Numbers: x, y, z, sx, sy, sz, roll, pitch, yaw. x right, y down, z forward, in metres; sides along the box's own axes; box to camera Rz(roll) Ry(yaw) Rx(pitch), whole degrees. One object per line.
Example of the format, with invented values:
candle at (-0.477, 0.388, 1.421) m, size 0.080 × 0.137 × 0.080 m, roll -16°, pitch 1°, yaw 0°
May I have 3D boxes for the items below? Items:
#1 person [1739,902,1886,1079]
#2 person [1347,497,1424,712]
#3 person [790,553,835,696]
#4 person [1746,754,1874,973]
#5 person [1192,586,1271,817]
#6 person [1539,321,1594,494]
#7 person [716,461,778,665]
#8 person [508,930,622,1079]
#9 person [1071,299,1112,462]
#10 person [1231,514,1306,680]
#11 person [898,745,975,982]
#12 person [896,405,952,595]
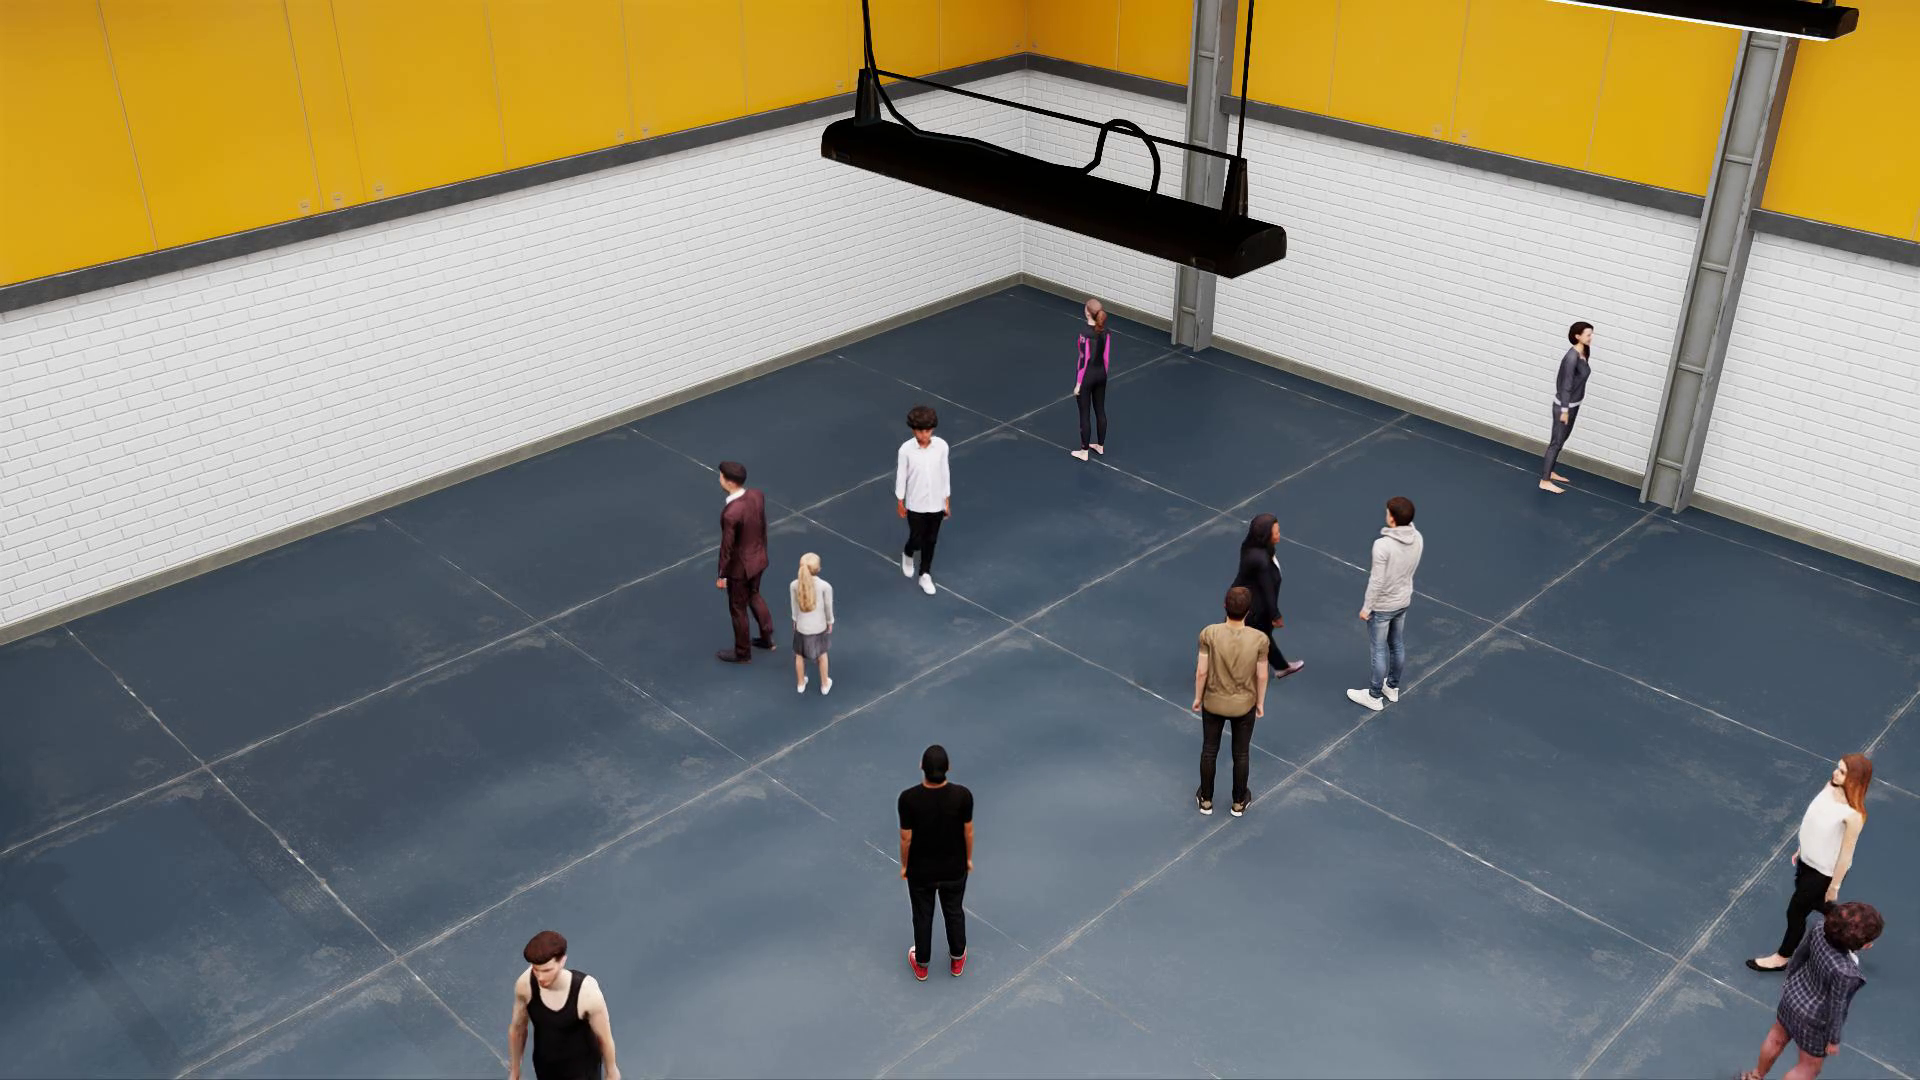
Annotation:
person at (4.774, 2.644, 9.424) m, size 0.860 × 1.688 × 0.791 m, roll -5°, pitch 29°, yaw -10°
person at (3.410, 0.495, 13.191) m, size 0.688 × 1.853 × 0.598 m, roll -21°, pitch 35°, yaw -33°
person at (-1.203, 0.673, 13.469) m, size 0.597 × 1.274 × 0.664 m, roll 2°, pitch 29°, yaw 4°
person at (5.517, 2.052, 10.490) m, size 1.056 × 1.705 × 0.934 m, roll 3°, pitch 29°, yaw 6°
person at (1.934, 1.160, 11.975) m, size 0.703 × 1.851 × 0.813 m, roll 5°, pitch 29°, yaw 10°
person at (6.085, -1.359, 16.680) m, size 0.605 × 1.767 × 0.659 m, roll 15°, pitch 32°, yaw 26°
person at (-1.739, 0.192, 13.737) m, size 0.793 × 1.861 × 0.821 m, roll 14°, pitch 32°, yaw 24°
person at (-2.086, 2.770, 8.998) m, size 0.842 × 1.874 × 0.916 m, roll 10°, pitch 30°, yaw 18°
person at (1.368, -1.674, 17.273) m, size 0.589 × 1.752 × 0.606 m, roll -19°, pitch 34°, yaw -31°
person at (2.265, 0.547, 13.393) m, size 1.120 × 1.569 × 1.071 m, roll 0°, pitch 29°, yaw 0°
person at (-0.145, 2.031, 10.473) m, size 0.725 × 1.759 × 0.761 m, roll -4°, pitch 29°, yaw -7°
person at (-0.341, -0.399, 14.890) m, size 0.797 × 1.796 × 0.882 m, roll -8°, pitch 30°, yaw -15°
